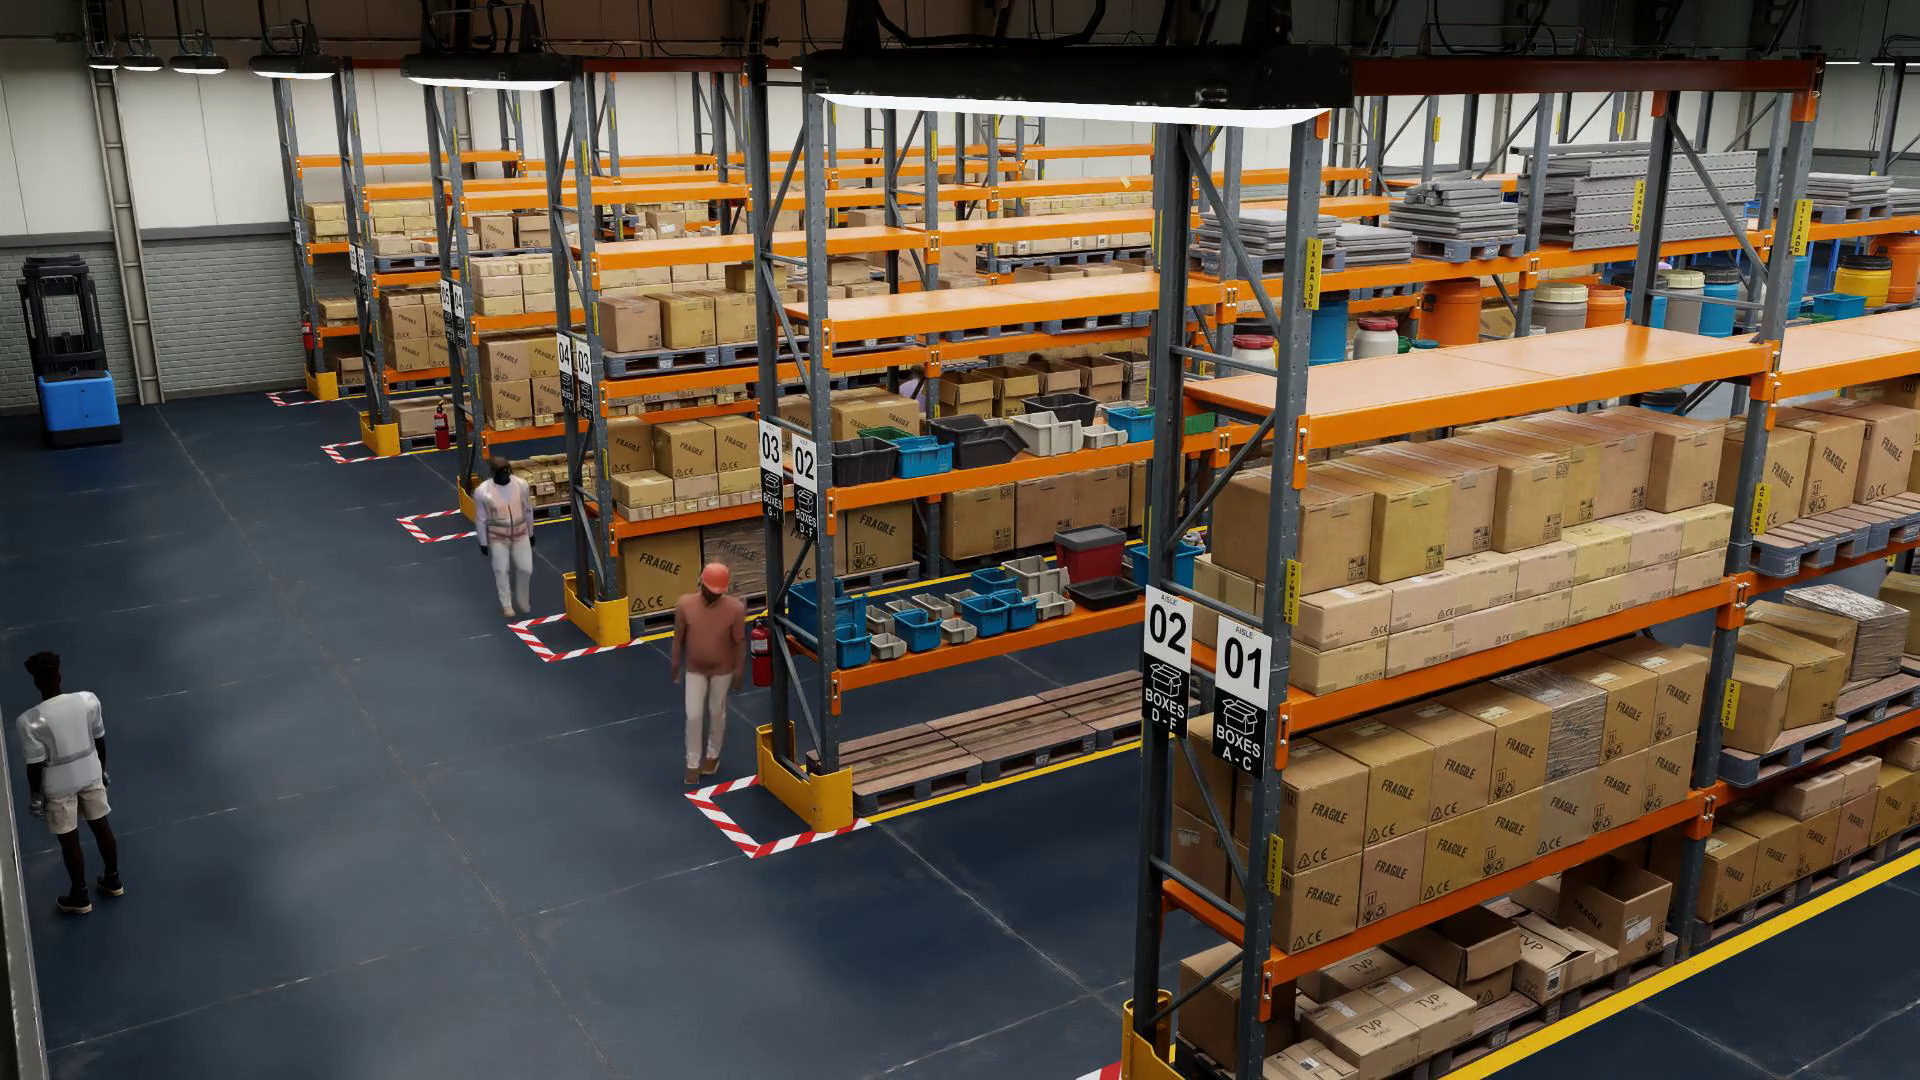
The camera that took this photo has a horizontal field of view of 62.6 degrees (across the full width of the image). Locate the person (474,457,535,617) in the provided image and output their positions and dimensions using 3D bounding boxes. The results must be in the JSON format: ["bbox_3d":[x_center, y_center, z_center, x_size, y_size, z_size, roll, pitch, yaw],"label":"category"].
[{"bbox_3d":[-4.987,-0.024,17.389,0.650,1.829,0.507,-10,20,-30],"label":"person"}]

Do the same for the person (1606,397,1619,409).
[{"bbox_3d":[9.509,-1.638,22.611,0.588,1.870,0.443,14,22,38],"label":"person"}]

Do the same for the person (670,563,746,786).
[{"bbox_3d":[-2.159,1.136,13.391,0.681,1.944,0.724,0,17,0],"label":"person"}]

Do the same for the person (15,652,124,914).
[{"bbox_3d":[-6.440,1.738,11.394,0.385,1.958,0.608,9,19,28],"label":"person"}]

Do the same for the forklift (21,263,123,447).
[{"bbox_3d":[-14.518,-3.079,25.708,1.129,2.768,1.873,-10,20,-31],"label":"forklift"}]

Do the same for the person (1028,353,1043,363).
[{"bbox_3d":[1.069,-1.791,23.068,0.594,1.895,0.593,-7,18,-21],"label":"person"}]

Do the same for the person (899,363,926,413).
[{"bbox_3d":[-0.580,-1.625,22.566,0.636,1.892,1.036,2,17,6],"label":"person"}]

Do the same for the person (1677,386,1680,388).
[{"bbox_3d":[11.507,-2.653,25.808,0.625,1.962,0.930,12,21,34],"label":"person"}]

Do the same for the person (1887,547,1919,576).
[{"bbox_3d":[9.928,0.277,16.405,0.403,1.828,0.593,-9,19,-26],"label":"person"}]

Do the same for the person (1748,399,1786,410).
[{"bbox_3d":[11.163,-1.489,22.042,0.413,1.919,0.564,-7,18,-21],"label":"person"}]

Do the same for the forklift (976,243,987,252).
[{"bbox_3d":[0.988,-5.474,34.718,1.214,2.155,2.313,-10,20,-31],"label":"forklift"}]

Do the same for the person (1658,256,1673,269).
[{"bbox_3d":[15.828,-5.636,35.765,0.386,1.846,0.568,-12,20,-33],"label":"person"}]

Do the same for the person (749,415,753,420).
[{"bbox_3d":[-3.359,-2.901,26.687,0.908,1.902,0.626,-6,18,-19],"label":"person"}]

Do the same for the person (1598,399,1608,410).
[{"bbox_3d":[10.207,-2.206,24.455,0.635,1.890,0.575,13,21,36],"label":"person"}]
